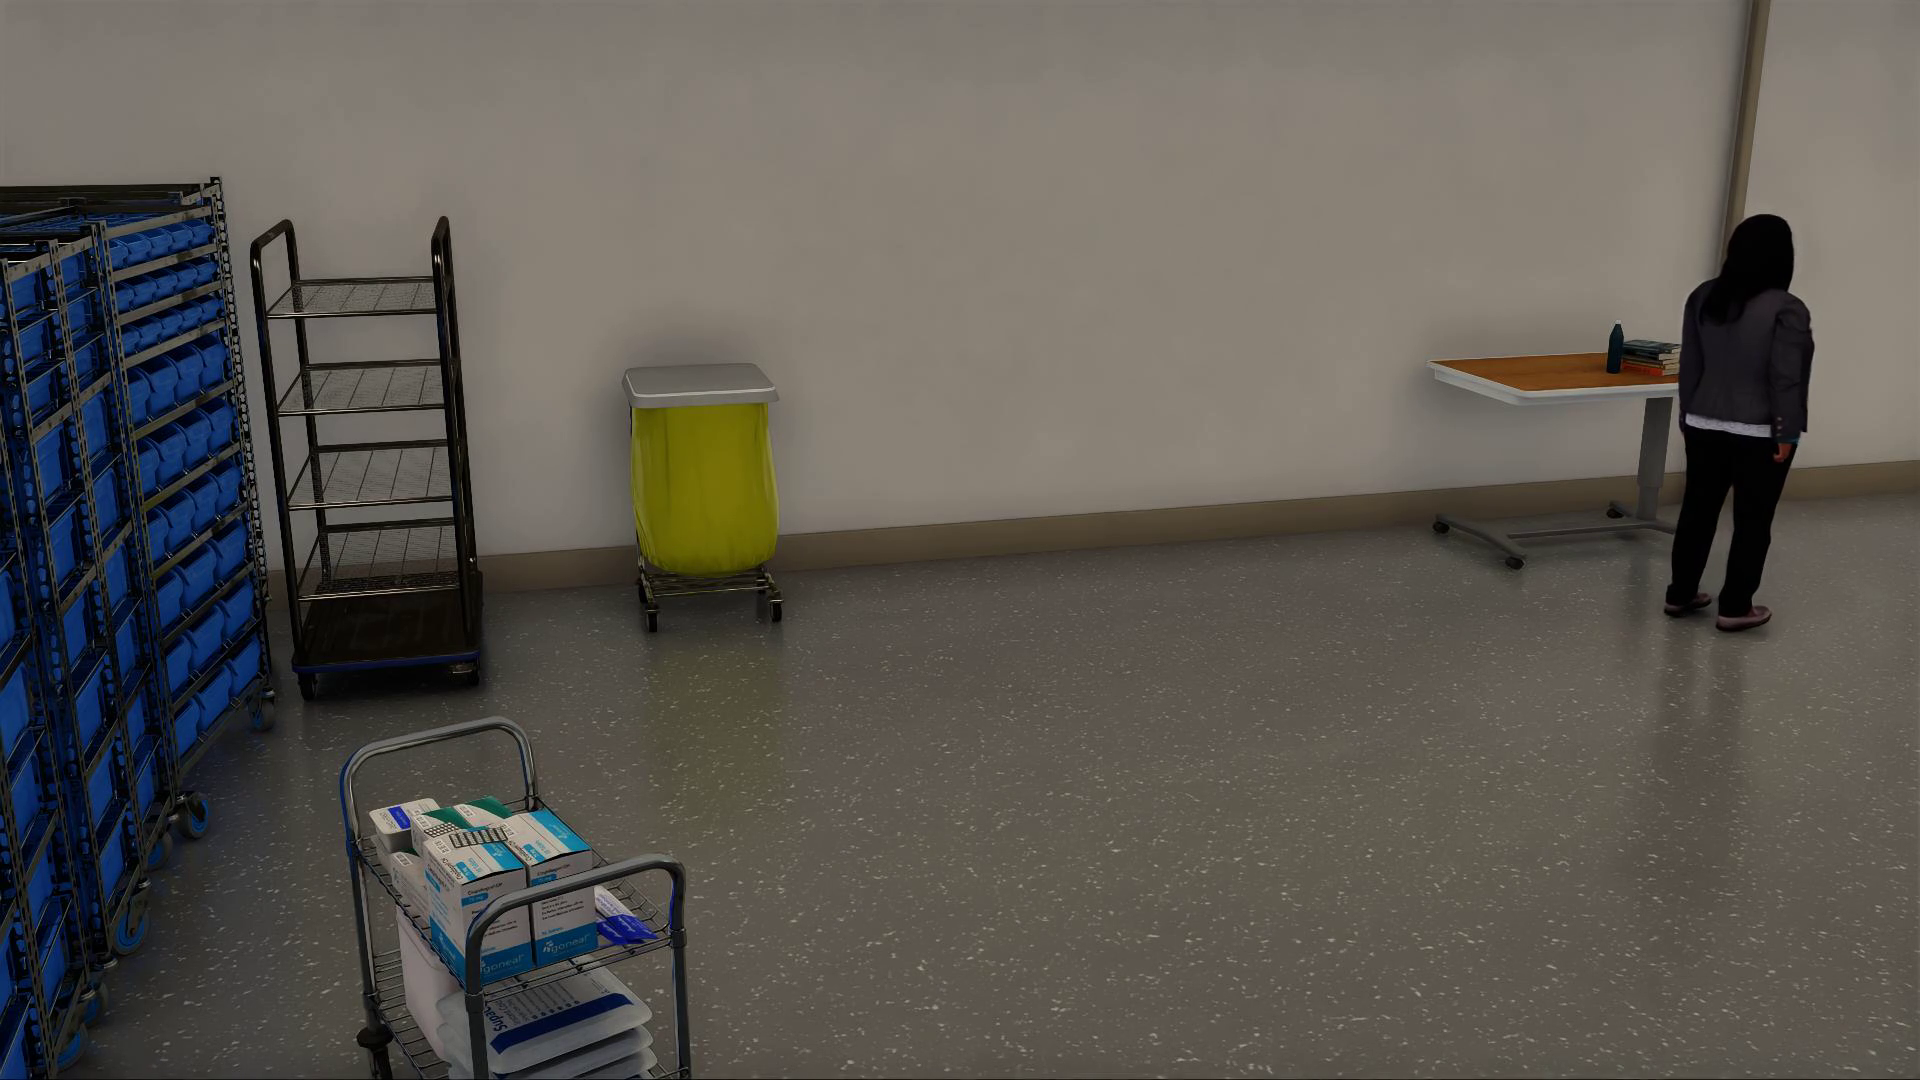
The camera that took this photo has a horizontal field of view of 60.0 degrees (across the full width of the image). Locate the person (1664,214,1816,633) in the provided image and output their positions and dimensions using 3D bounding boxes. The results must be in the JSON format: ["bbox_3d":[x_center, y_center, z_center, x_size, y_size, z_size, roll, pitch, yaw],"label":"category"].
[{"bbox_3d":[2.998,-0.444,6.411,0.741,1.593,0.741,-9,18,-30],"label":"person"}]
